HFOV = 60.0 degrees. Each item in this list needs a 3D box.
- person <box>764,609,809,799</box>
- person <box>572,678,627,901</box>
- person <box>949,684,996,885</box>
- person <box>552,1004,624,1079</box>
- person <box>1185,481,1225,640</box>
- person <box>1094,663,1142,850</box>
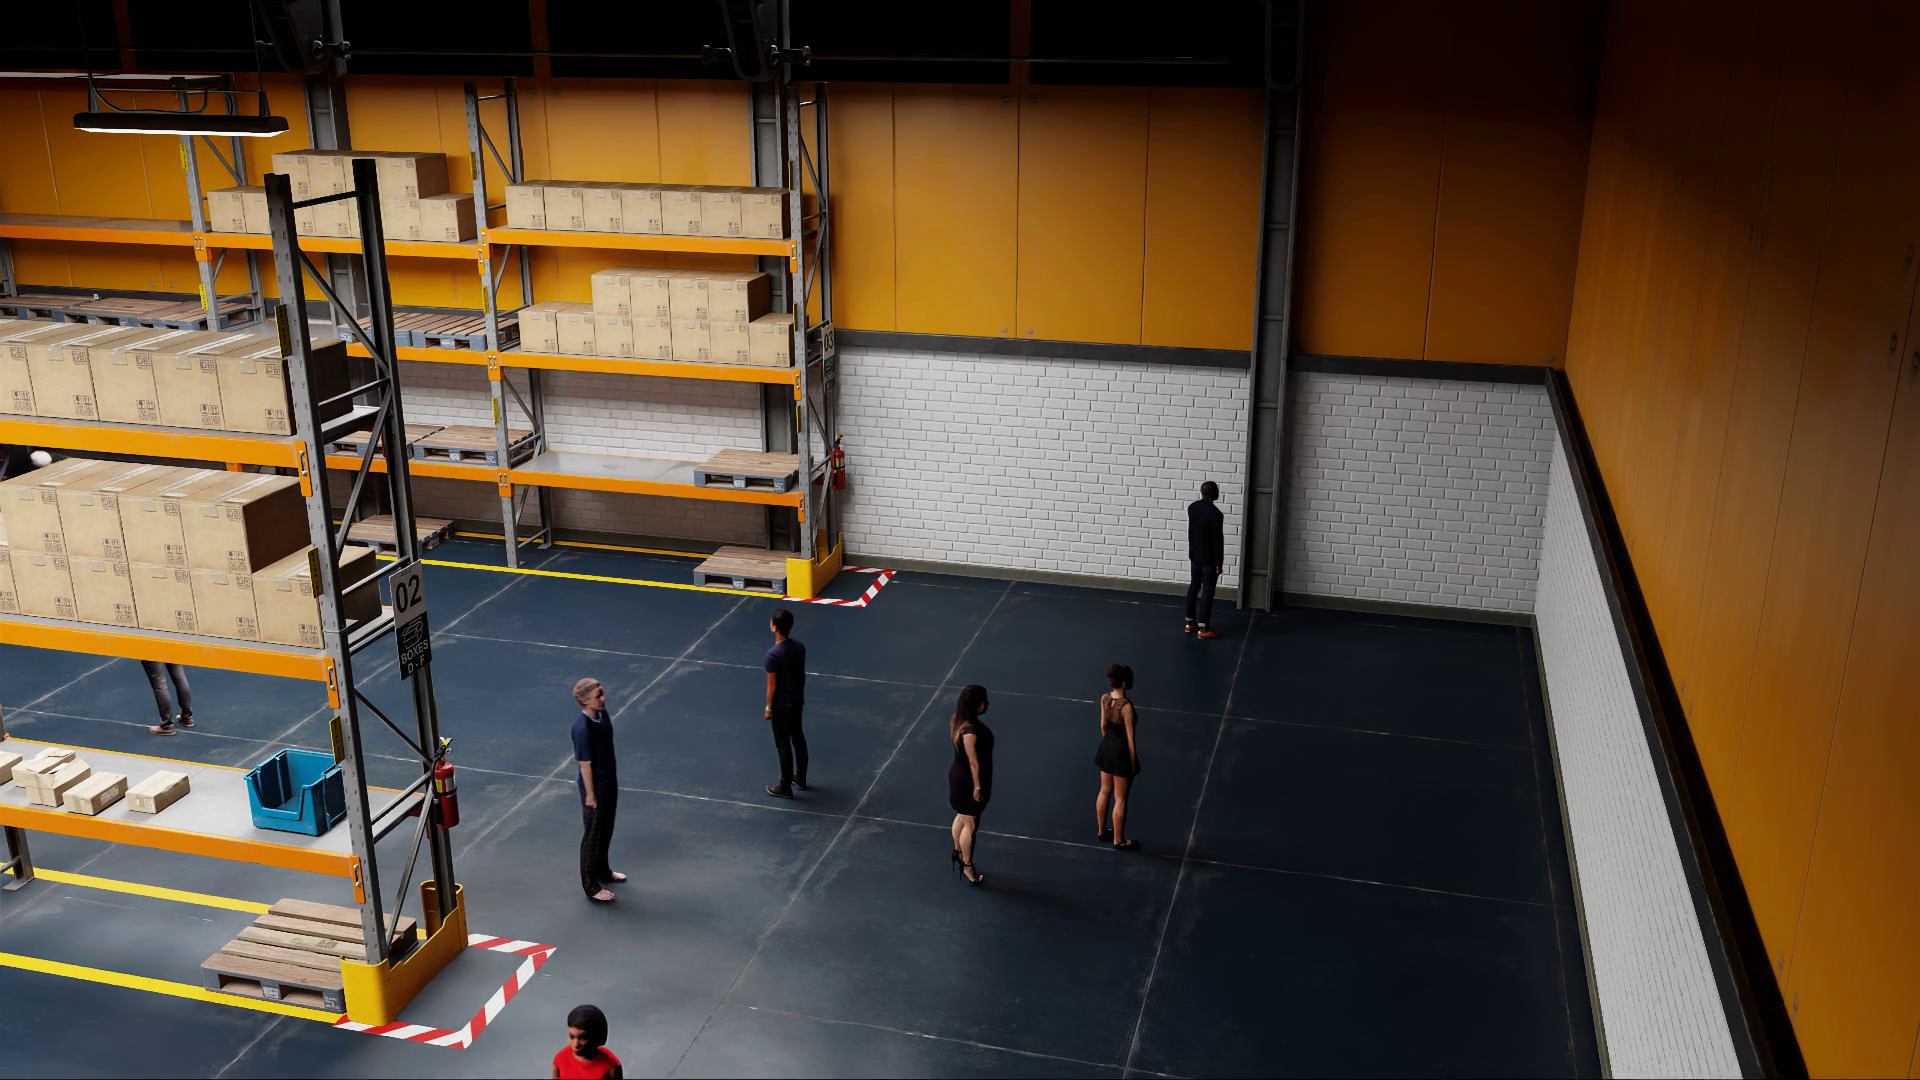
[{"bbox_3d":[-1.572,1.471,15.118,0.661,1.793,0.709,13,23,34],"label":"person"},{"bbox_3d":[-2.941,1.982,13.478,0.563,1.871,0.682,3,19,8],"label":"person"},{"bbox_3d":[0.074,1.988,13.704,0.775,1.716,0.764,-5,19,-14],"label":"person"},{"bbox_3d":[-2.083,3.412,9.433,0.486,1.744,0.658,2,19,5],"label":"person"},{"bbox_3d":[2.766,0.204,18.842,0.836,1.817,0.776,-10,21,-28],"label":"person"},{"bbox_3d":[1.348,1.830,14.237,0.740,1.675,0.673,-12,22,-31],"label":"person"}]
